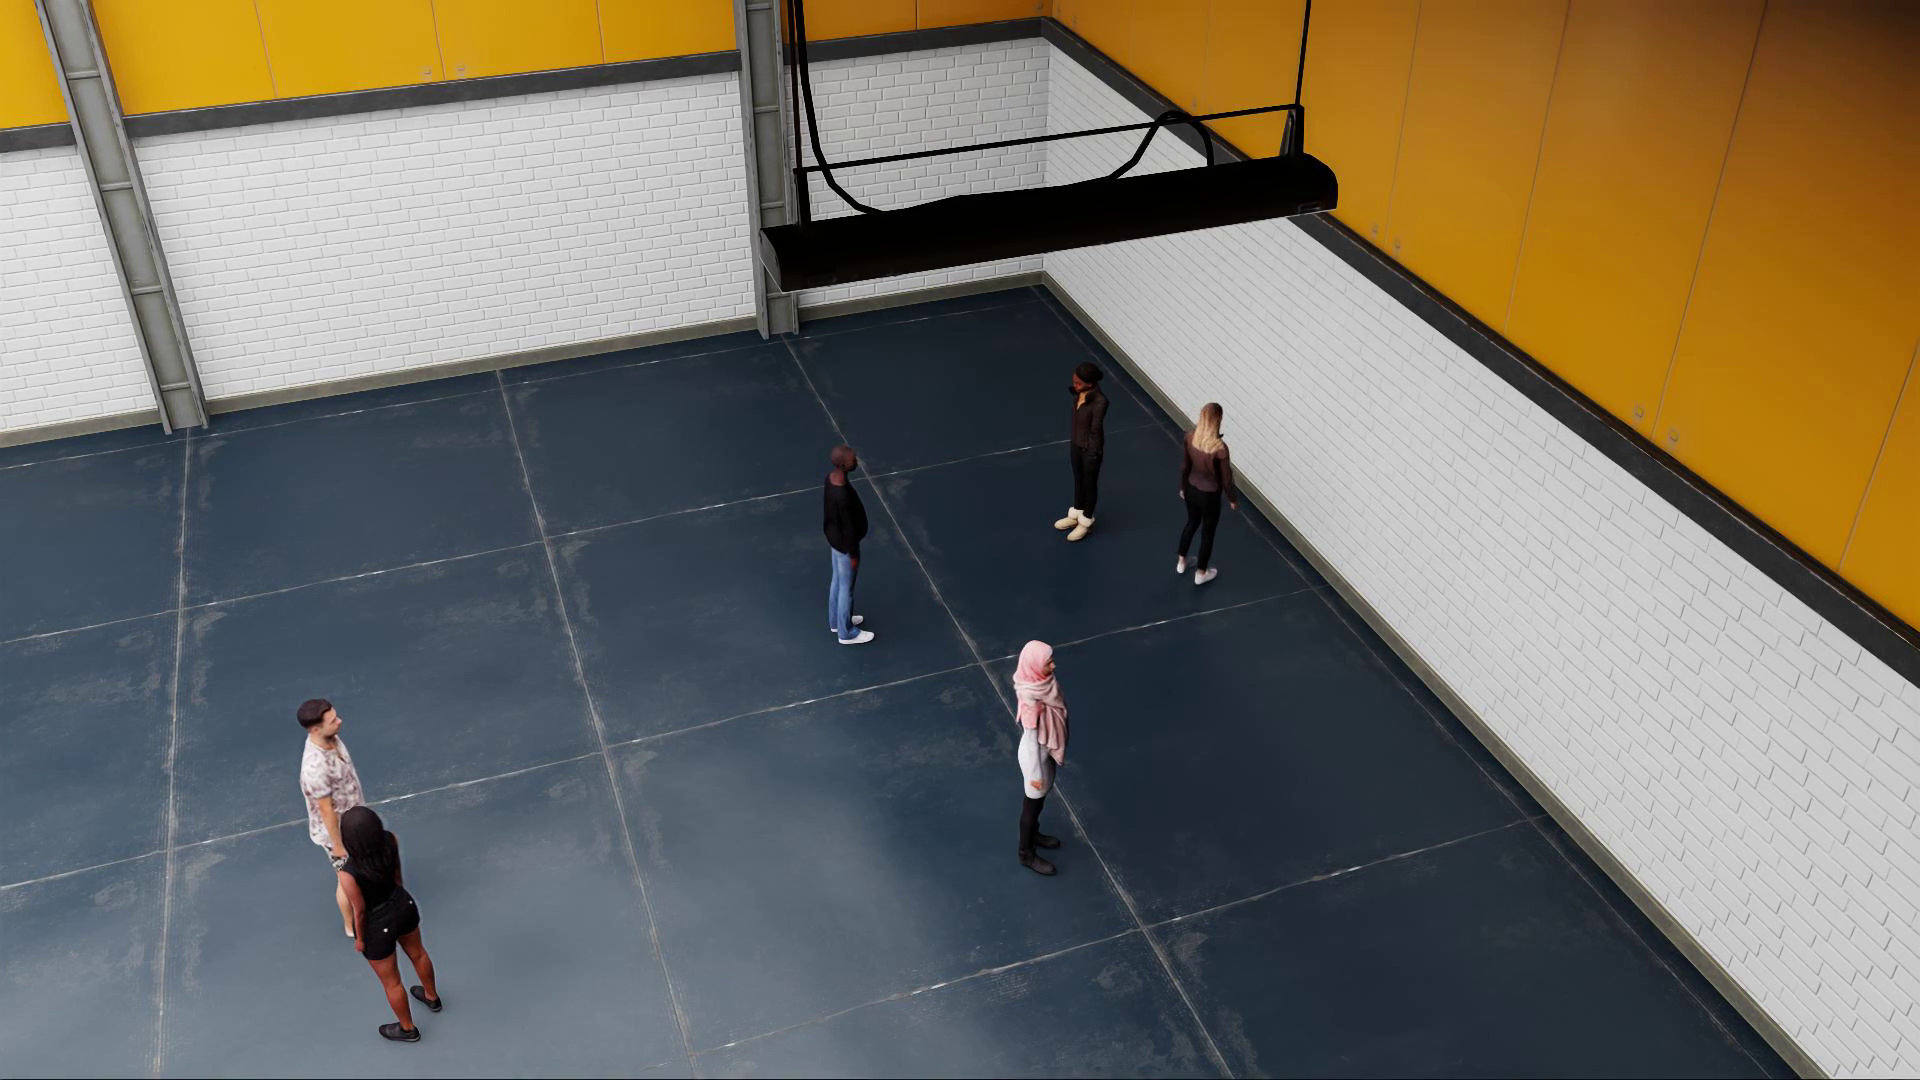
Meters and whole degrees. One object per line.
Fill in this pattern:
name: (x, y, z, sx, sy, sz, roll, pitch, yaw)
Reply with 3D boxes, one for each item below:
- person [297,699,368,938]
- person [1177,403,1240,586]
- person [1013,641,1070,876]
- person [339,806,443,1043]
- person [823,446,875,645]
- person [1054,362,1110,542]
person: (-3.907, 1.735, 10.426, 0.628, 1.812, 0.699, -4, 34, -7)
person: (1.980, -0.348, 13.661, 0.696, 1.699, 0.708, -27, 42, -34)
person: (0.507, 1.409, 10.923, 0.763, 1.804, 0.737, 6, 34, 9)
person: (-3.366, 2.233, 9.742, 0.710, 1.740, 0.668, 12, 35, 17)
person: (-0.917, 0.026, 13.053, 0.522, 1.749, 0.587, -12, 35, -18)
person: (1.108, -0.804, 14.383, 0.670, 1.661, 0.618, -17, 37, -23)
